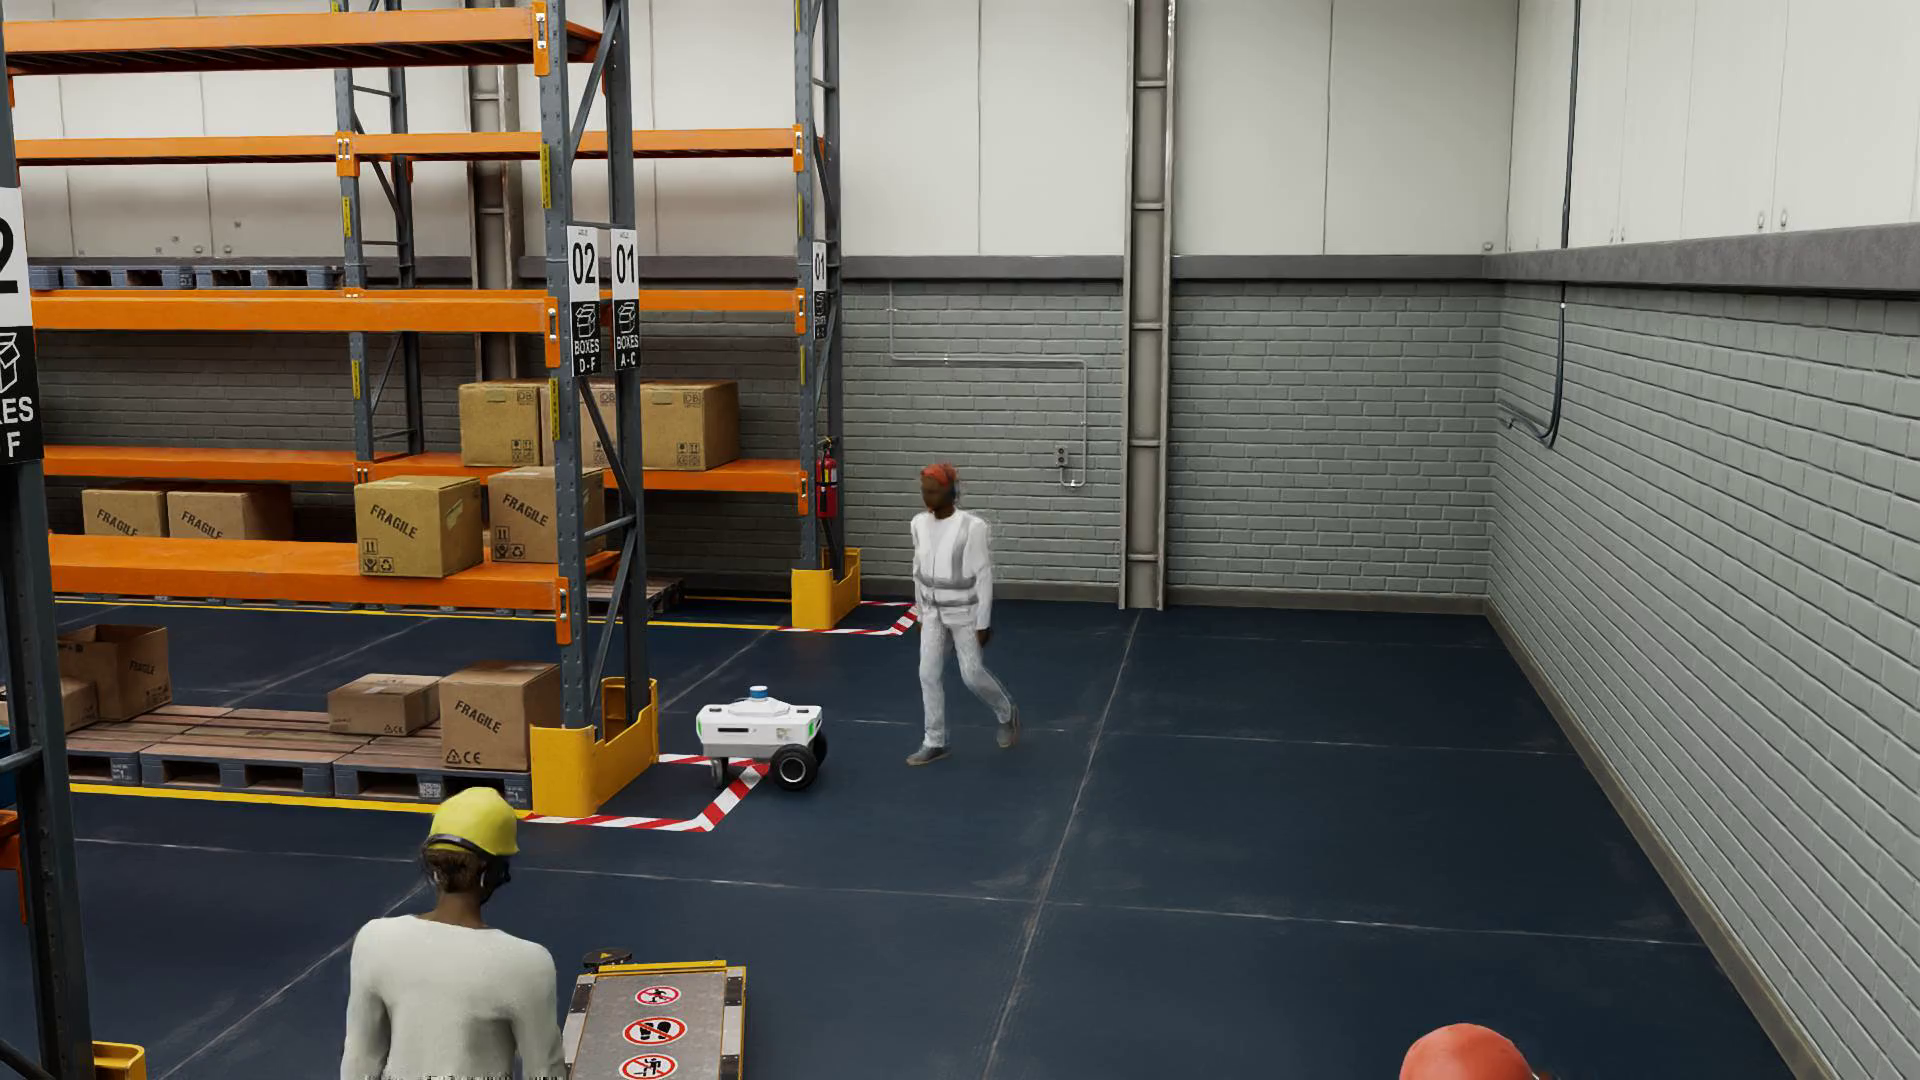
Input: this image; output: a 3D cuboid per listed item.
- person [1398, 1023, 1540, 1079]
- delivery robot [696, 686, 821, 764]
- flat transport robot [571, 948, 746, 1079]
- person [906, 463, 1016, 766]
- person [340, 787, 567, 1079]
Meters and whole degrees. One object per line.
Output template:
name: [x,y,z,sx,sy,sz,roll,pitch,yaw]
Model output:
person: [0.827,1.669,2.883,0.710,1.725,0.579,-4,10,-23]
delivery robot: [-1.180,1.101,9.760,0.707,0.478,0.477,1,9,3]
flat transport robot: [-1.131,1.870,6.159,0.652,0.197,1.431,-1,9,-6]
person: [0.009,0.434,10.176,0.598,1.860,0.750,7,12,39]
person: [-1.222,1.463,4.131,0.554,1.739,0.579,2,9,13]
